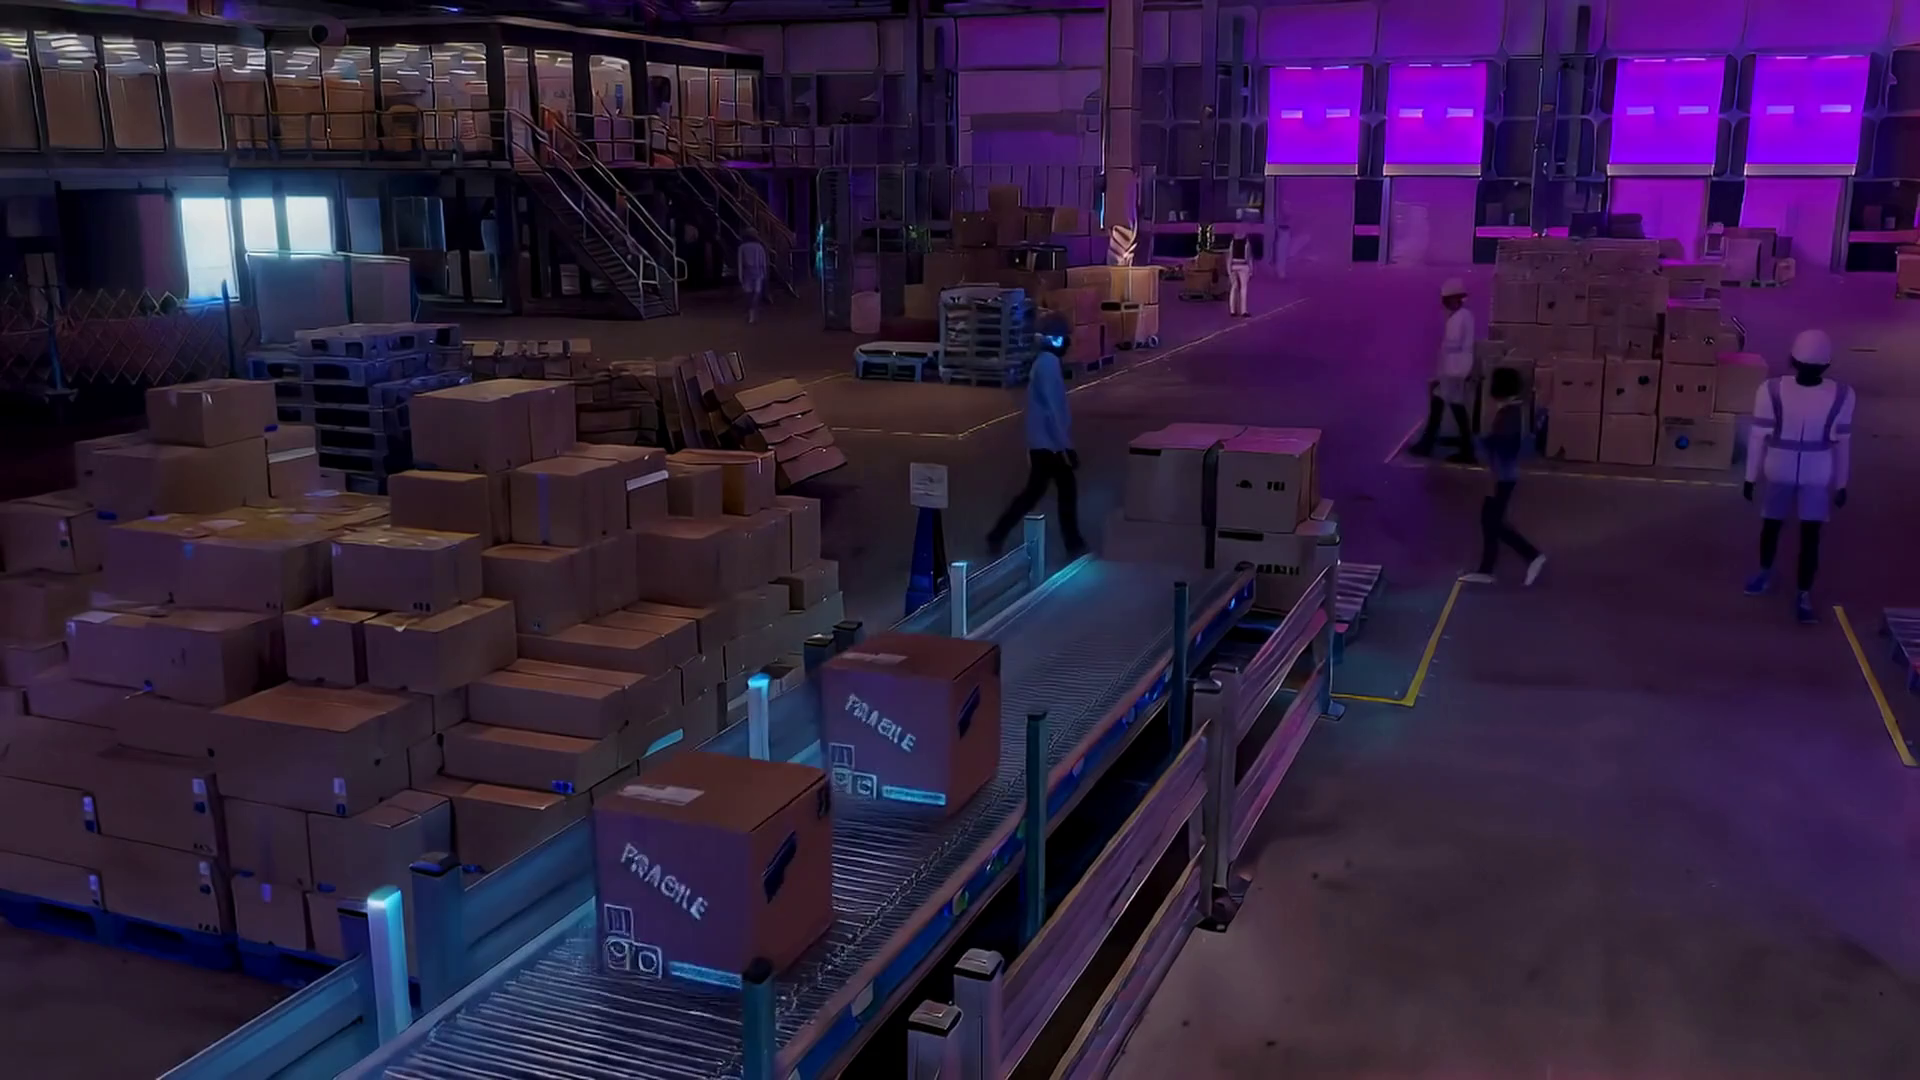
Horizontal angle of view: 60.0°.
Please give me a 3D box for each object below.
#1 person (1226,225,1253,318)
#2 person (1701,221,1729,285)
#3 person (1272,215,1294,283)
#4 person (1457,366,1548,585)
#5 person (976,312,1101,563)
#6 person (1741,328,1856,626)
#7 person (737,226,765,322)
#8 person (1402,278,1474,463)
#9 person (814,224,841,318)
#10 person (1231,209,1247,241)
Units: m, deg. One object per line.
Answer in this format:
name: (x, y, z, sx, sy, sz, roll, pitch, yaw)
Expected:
person: (5.735, -5.493, 34.077, 0.574, 1.886, 0.356, 7, 14, 29)
person: (17.118, -6.312, 37.790, 0.597, 1.865, 0.591, -10, 16, -39)
person: (8.671, -7.785, 44.572, 0.527, 1.794, 0.955, -2, 13, -10)
person: (3.947, -0.442, 12.002, 0.545, 1.618, 0.518, 4, 13, 18)
person: (0.606, -0.757, 12.694, 0.981, 1.958, 0.620, -1, 13, -5)
person: (5.722, -0.478, 11.384, 0.645, 1.987, 0.942, 6, 14, 24)
person: (-4.139, -5.248, 32.926, 0.542, 1.920, 0.652, 0, 13, 0)
person: (4.989, -1.754, 17.259, 0.881, 1.903, 0.561, 6, 14, 25)
person: (-2.710, -5.498, 34.054, 0.587, 1.911, 0.394, -6, 14, -25)
person: (8.405, -8.977, 49.810, 0.901, 1.841, 0.513, 10, 16, 39)
